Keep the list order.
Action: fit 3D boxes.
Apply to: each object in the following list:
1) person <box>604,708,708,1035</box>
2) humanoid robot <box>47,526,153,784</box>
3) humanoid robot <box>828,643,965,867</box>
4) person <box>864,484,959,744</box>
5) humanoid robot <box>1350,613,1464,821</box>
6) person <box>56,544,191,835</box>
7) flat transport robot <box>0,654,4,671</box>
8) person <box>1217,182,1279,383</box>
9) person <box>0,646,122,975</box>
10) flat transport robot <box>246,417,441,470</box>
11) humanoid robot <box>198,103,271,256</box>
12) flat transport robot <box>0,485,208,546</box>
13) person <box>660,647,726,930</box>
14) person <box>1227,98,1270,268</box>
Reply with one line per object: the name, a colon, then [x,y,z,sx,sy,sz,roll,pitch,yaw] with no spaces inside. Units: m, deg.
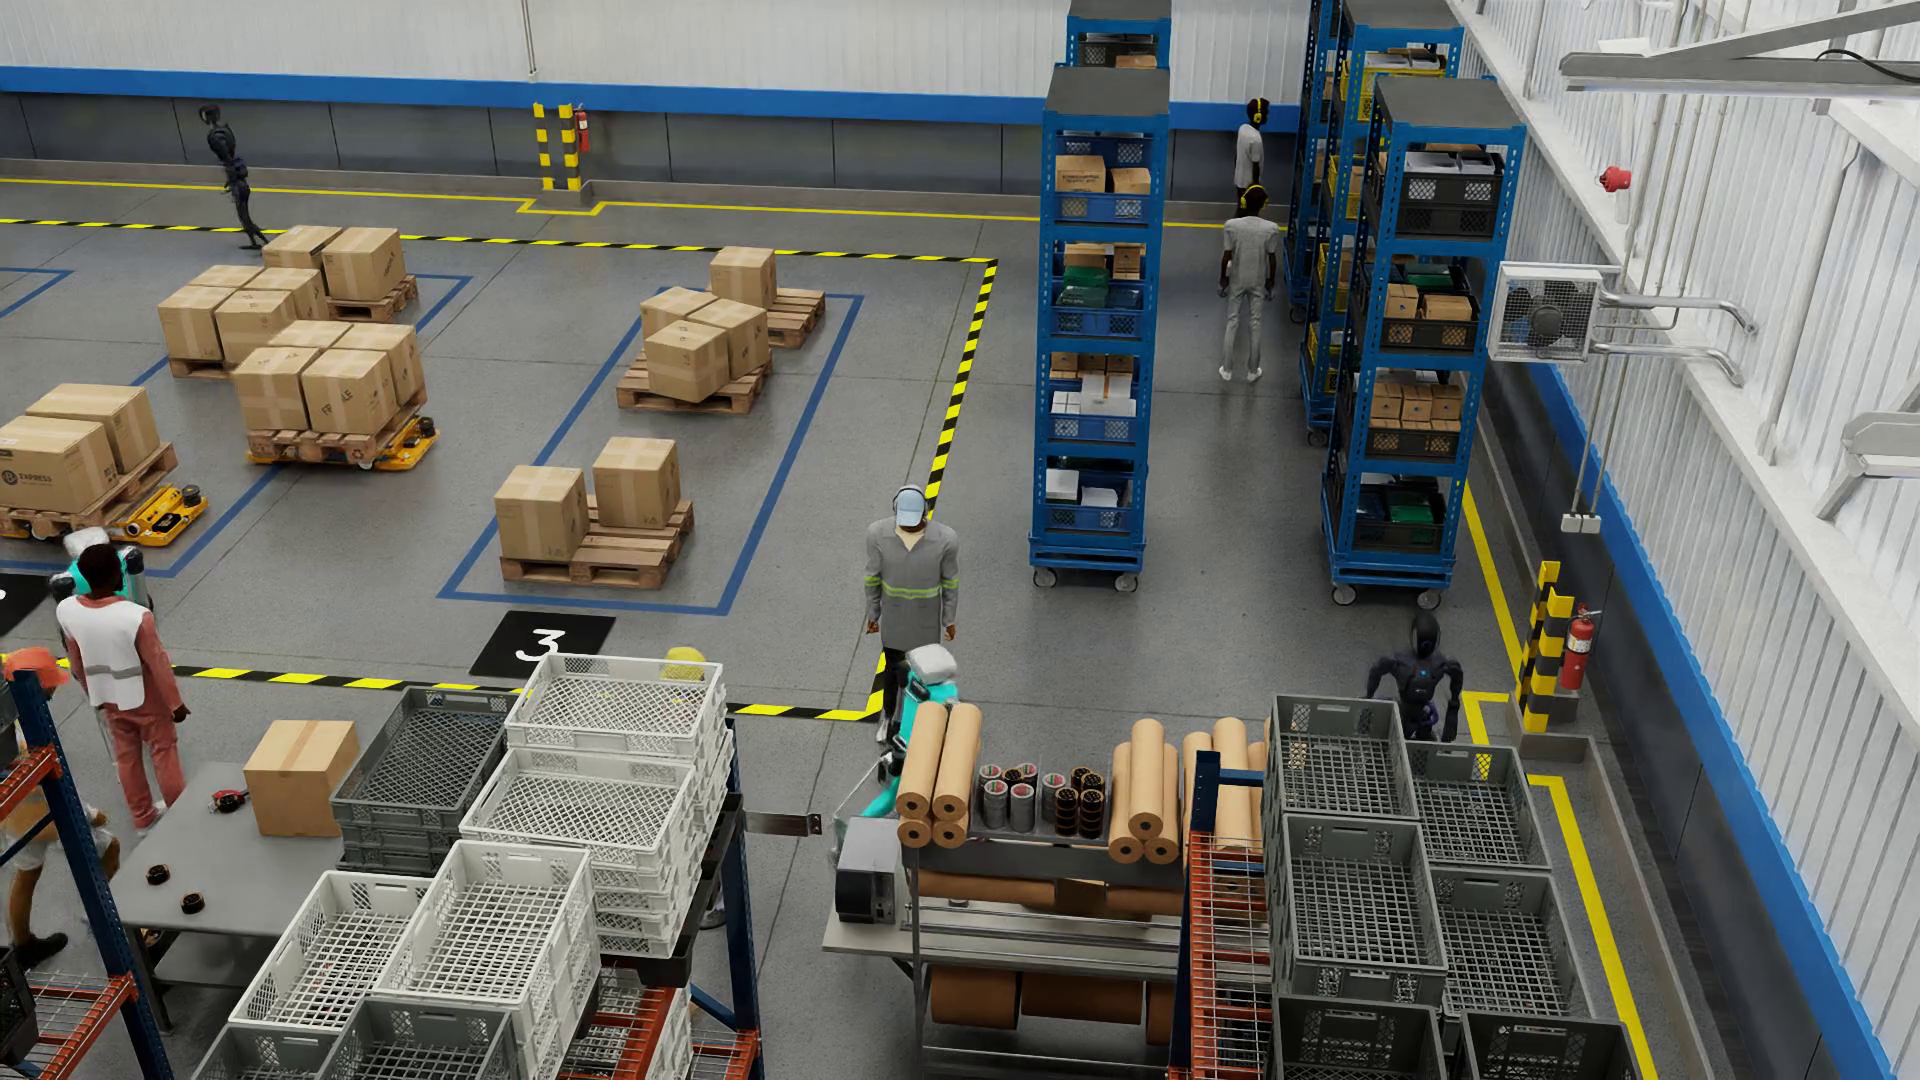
person: [-1.507,1.599,8.183,0.600,2.033,0.413,4,30,6]
humanoid robot: [-5.218,0.652,10.117,0.798,1.798,0.539,23,37,34]
humanoid robot: [-0.373,1.409,8.827,0.868,1.789,0.576,-20,36,-30]
person: [-0.305,0.466,10.304,0.587,1.848,0.396,3,30,5]
humanoid robot: [2.501,1.148,9.316,0.583,1.635,0.656,0,30,0]
person: [-4.737,0.889,9.508,0.595,1.916,0.373,6,31,10]
flat transport robot: [-7.142,0.969,11.010,1.431,0.231,0.659,3,30,6]
person: [2.604,-2.327,15.073,0.528,1.876,0.320,5,31,8]
person: [-4.721,1.398,8.688,0.553,1.863,0.908,20,36,31]
flat transport robot: [-5.233,-0.859,14.122,1.431,0.197,0.652,3,30,6]
humanoid robot: [-7.817,-3.909,17.990,0.464,1.634,0.611,-16,34,-25]
flat transport robot: [-6.757,-0.237,13.053,1.431,0.197,0.652,3,30,6]
person: [-1.392,1.316,8.924,0.320,1.765,0.532,-8,31,-13]
person: [3.040,-3.707,17.451,0.311,1.868,0.527,-7,31,-11]
